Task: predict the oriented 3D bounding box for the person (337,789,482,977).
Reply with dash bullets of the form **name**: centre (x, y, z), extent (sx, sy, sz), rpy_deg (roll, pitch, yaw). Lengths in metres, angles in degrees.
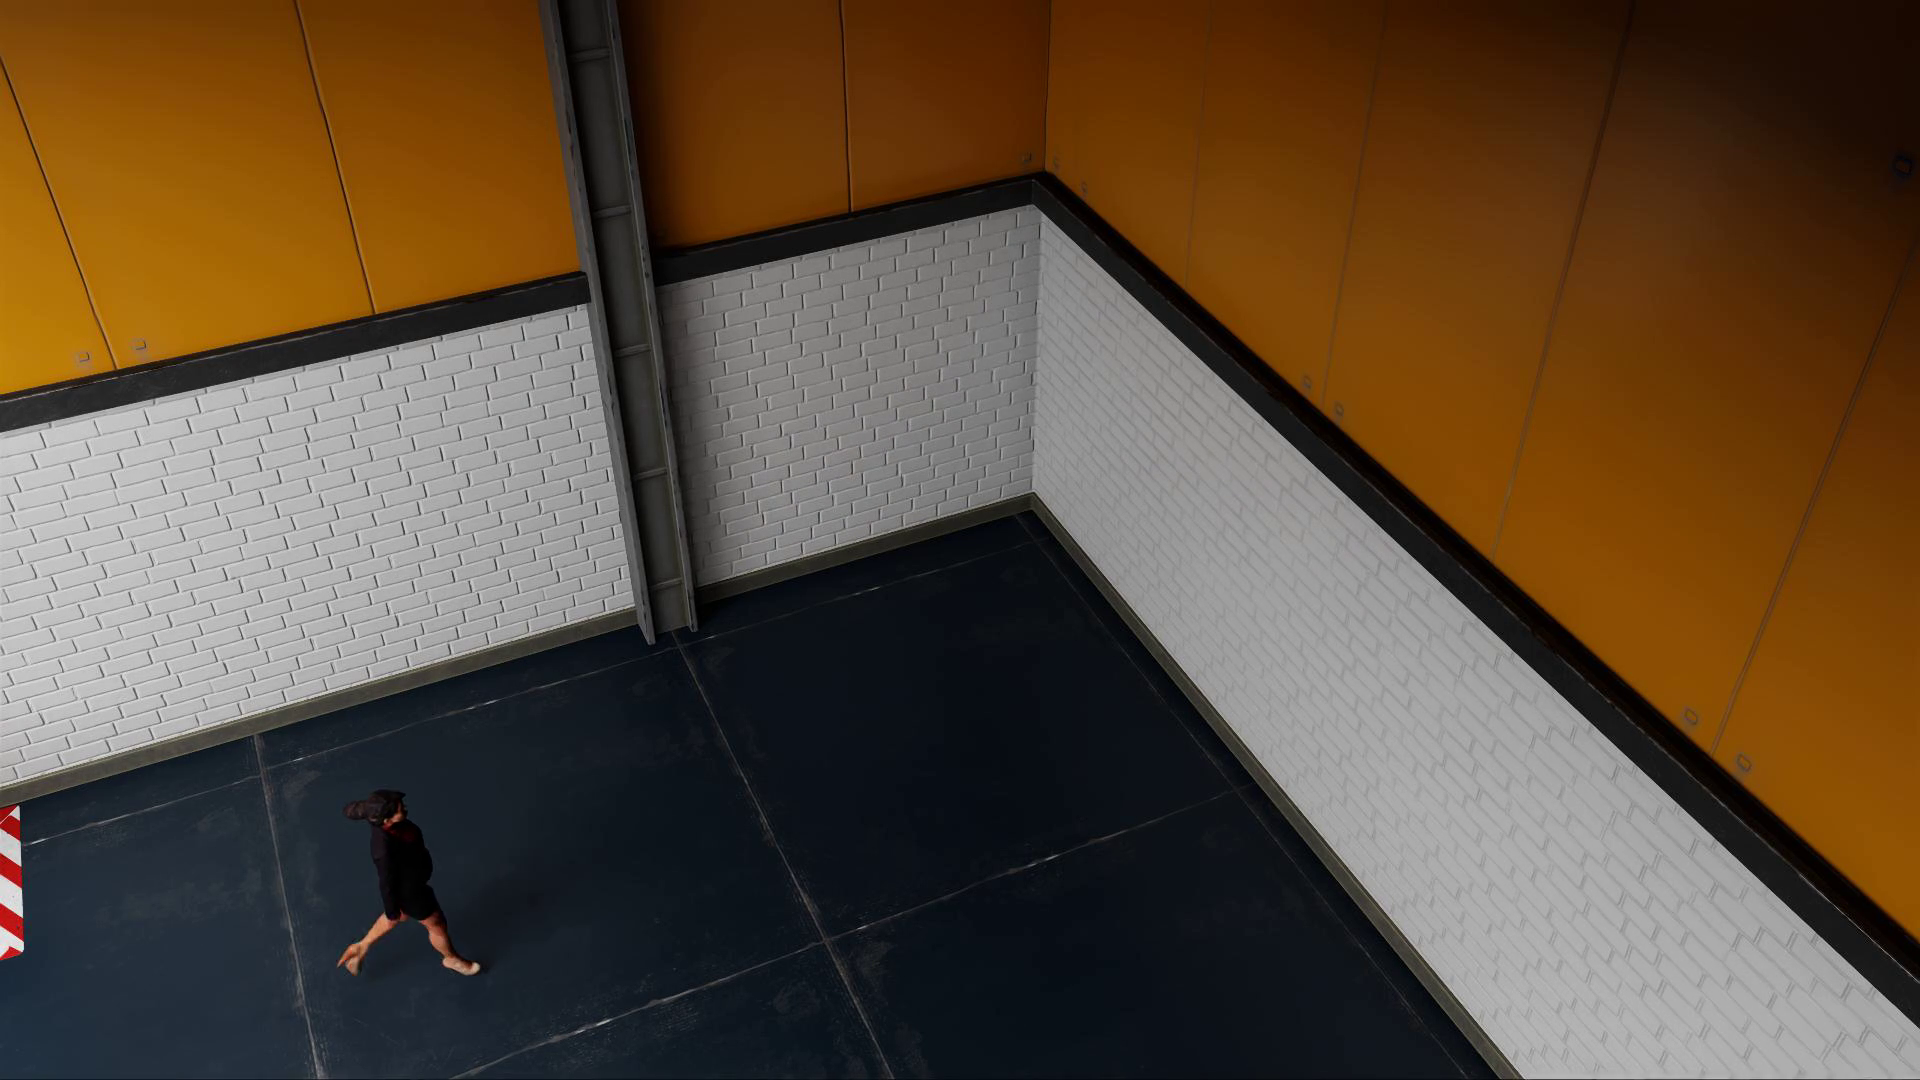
- **person**: centre (-3.279, 2.049, 9.611), extent (1.038, 1.608, 0.650), rpy_deg (-11, 40, -13)
